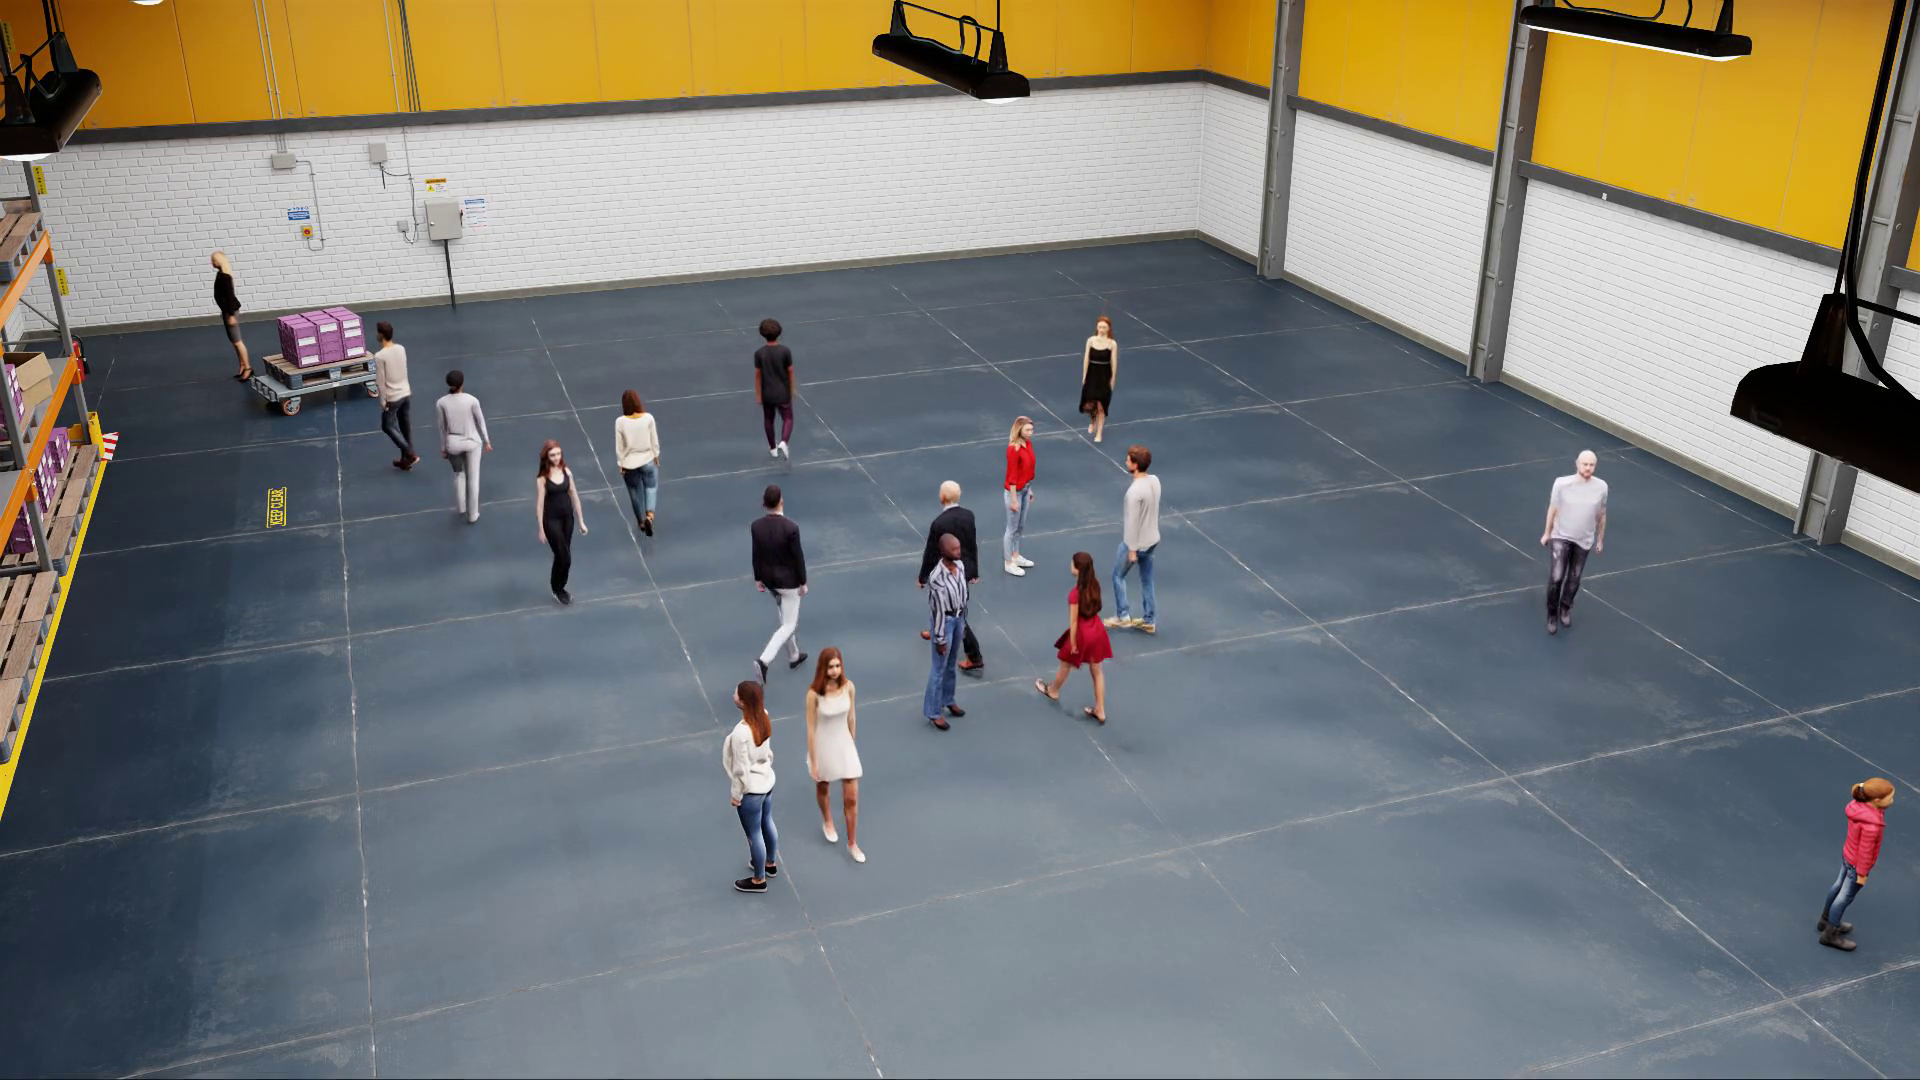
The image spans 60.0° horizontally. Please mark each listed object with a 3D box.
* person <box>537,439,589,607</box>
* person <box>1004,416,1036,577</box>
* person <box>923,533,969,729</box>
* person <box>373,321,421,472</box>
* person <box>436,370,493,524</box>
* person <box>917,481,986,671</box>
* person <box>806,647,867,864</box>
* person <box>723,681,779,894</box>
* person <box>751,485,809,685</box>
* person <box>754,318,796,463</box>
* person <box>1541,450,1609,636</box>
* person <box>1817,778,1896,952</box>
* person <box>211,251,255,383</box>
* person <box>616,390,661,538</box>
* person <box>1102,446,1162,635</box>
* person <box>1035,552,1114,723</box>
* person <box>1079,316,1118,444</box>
[{"bbox_3d":[-4.059,-0.206,16.547,0.796,1.728,0.729,17,29,34],"label":"person"},{"bbox_3d":[0.602,-0.484,17.209,0.728,1.707,0.680,12,26,26],"label":"person"},{"bbox_3d":[-0.123,0.760,14.258,0.758,1.791,0.715,13,27,26],"label":"person"},{"bbox_3d":[-6.631,-1.678,19.758,0.927,1.854,0.863,12,27,26],"label":"person"},{"bbox_3d":[-5.506,-1.007,18.389,0.762,1.721,0.814,0,24,-1],"label":"person"},{"bbox_3d":[-0.016,0.354,15.213,1.279,1.770,1.023,21,31,40],"label":"person"},{"bbox_3d":[-1.005,1.542,12.597,0.582,1.688,0.861,-7,25,-16],"label":"person"},{"bbox_3d":[-1.494,1.773,12.064,0.761,1.692,0.685,8,25,19],"label":"person"},{"bbox_3d":[-1.656,0.431,14.981,1.101,1.815,1.138,13,27,27],"label":"person"},{"bbox_3d":[-2.226,-1.790,20.123,0.795,1.766,1.006,-1,24,-3],"label":"person"},{"bbox_3d":[5.898,-0.034,16.047,0.865,1.814,0.918,3,24,6],"label":"person"},{"bbox_3d":[6.195,2.217,11.522,0.644,1.314,0.573,8,25,18],"label":"person"},{"bbox_3d":[-10.075,-3.094,23.017,0.716,1.837,0.564,-15,28,-31],"label":"person"},{"bbox_3d":[-3.462,-0.802,17.987,0.701,1.666,0.946,-5,24,-11],"label":"person"},{"bbox_3d":[1.792,0.035,15.805,0.884,1.882,0.828,18,29,35],"label":"person"},{"bbox_3d":[1.136,0.857,14.379,0.779,1.516,1.073,-18,29,-35],"label":"person"},{"bbox_3d":[1.765,-2.047,20.898,0.746,1.616,0.816,6,24,14],"label":"person"}]
